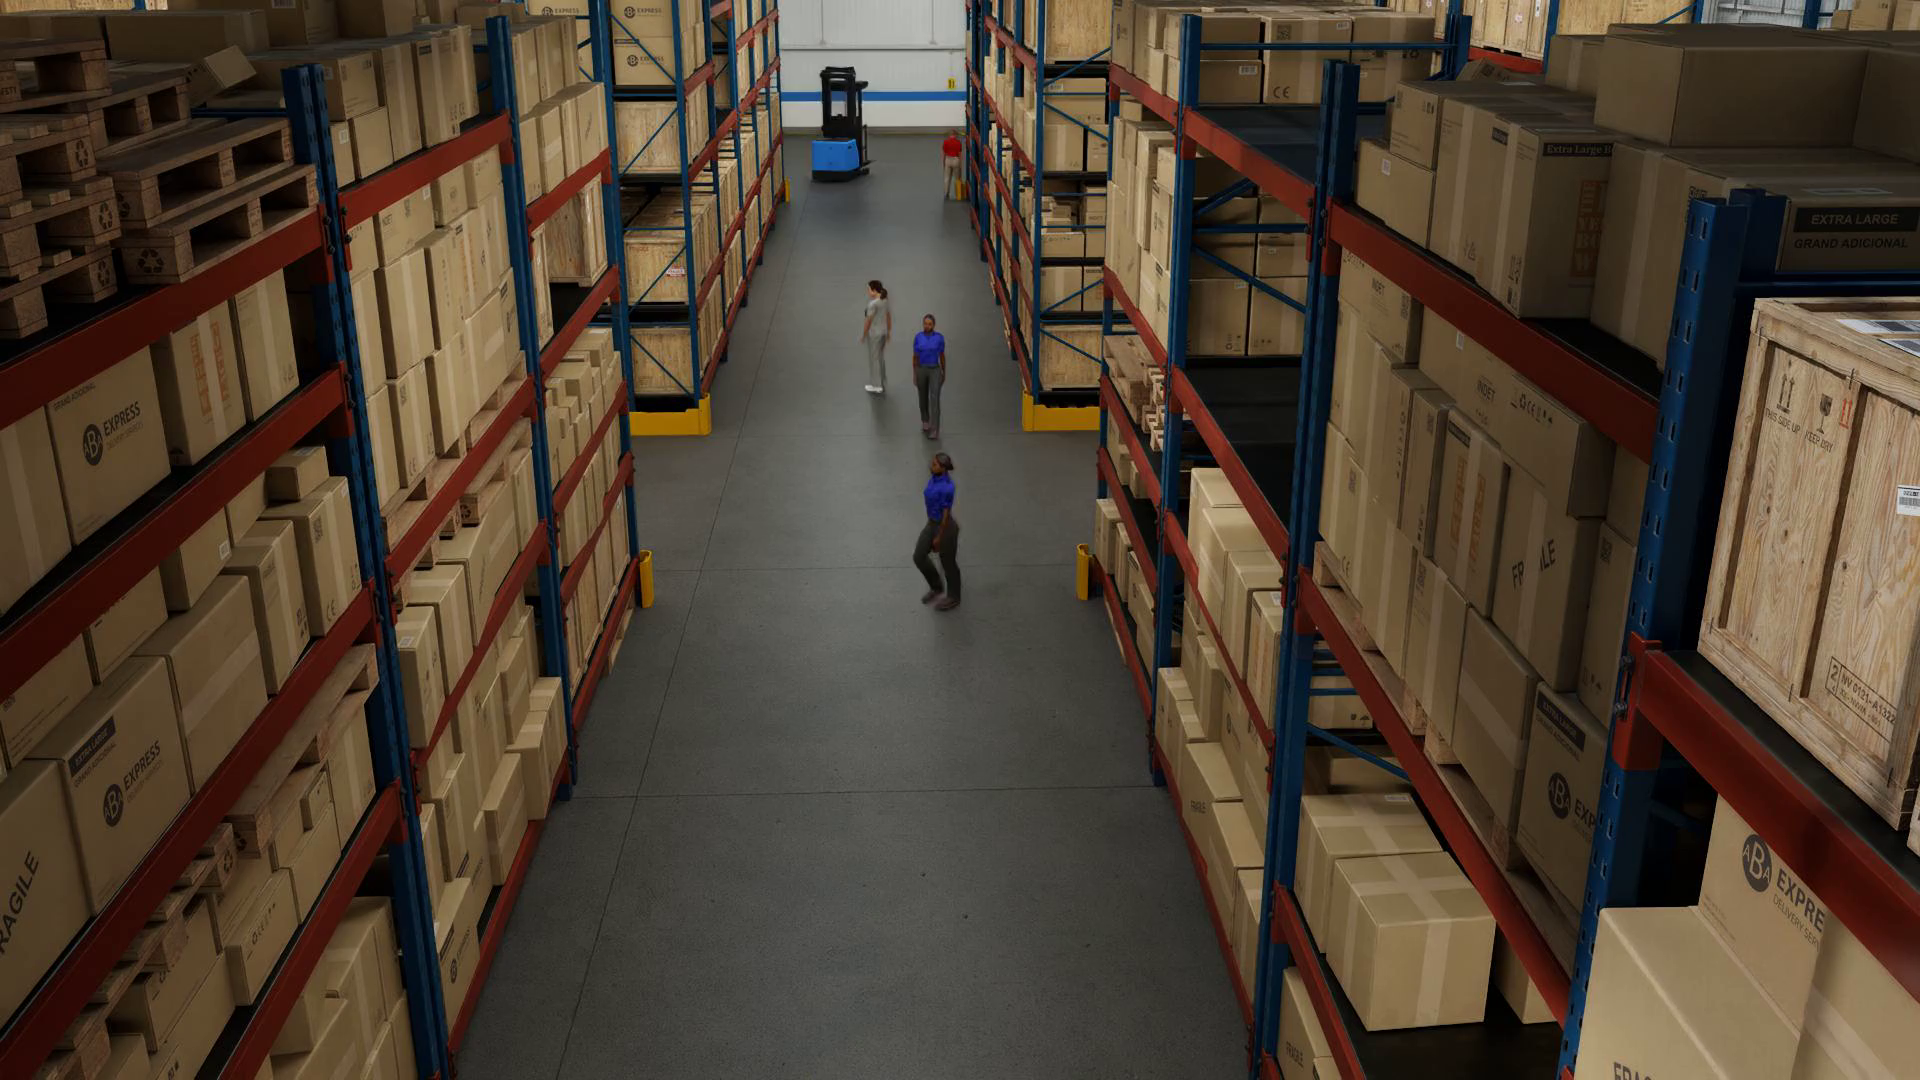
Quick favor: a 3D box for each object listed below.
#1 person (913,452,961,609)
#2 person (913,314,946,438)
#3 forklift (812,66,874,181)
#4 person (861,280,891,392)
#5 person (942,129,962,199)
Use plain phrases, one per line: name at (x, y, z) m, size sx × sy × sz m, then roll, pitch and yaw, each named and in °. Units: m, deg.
person at (-0.208, -0.094, 16.860) m, size 0.456 × 1.654 × 0.508 m, roll -10°, pitch 23°, yaw -25°
person at (-0.432, -2.252, 22.697) m, size 0.440 × 1.654 × 0.734 m, roll 3°, pitch 21°, yaw 7°
forklift at (-3.151, -11.523, 45.714) m, size 1.121 × 2.941 × 3.031 m, roll 5°, pitch 21°, yaw 13°
person at (-1.253, -3.043, 24.728) m, size 0.449 × 1.691 × 0.481 m, roll 14°, pitch 25°, yaw 33°
person at (-0.171, -9.506, 42.037) m, size 0.563 × 1.739 × 0.745 m, roll 8°, pitch 22°, yaw 20°
